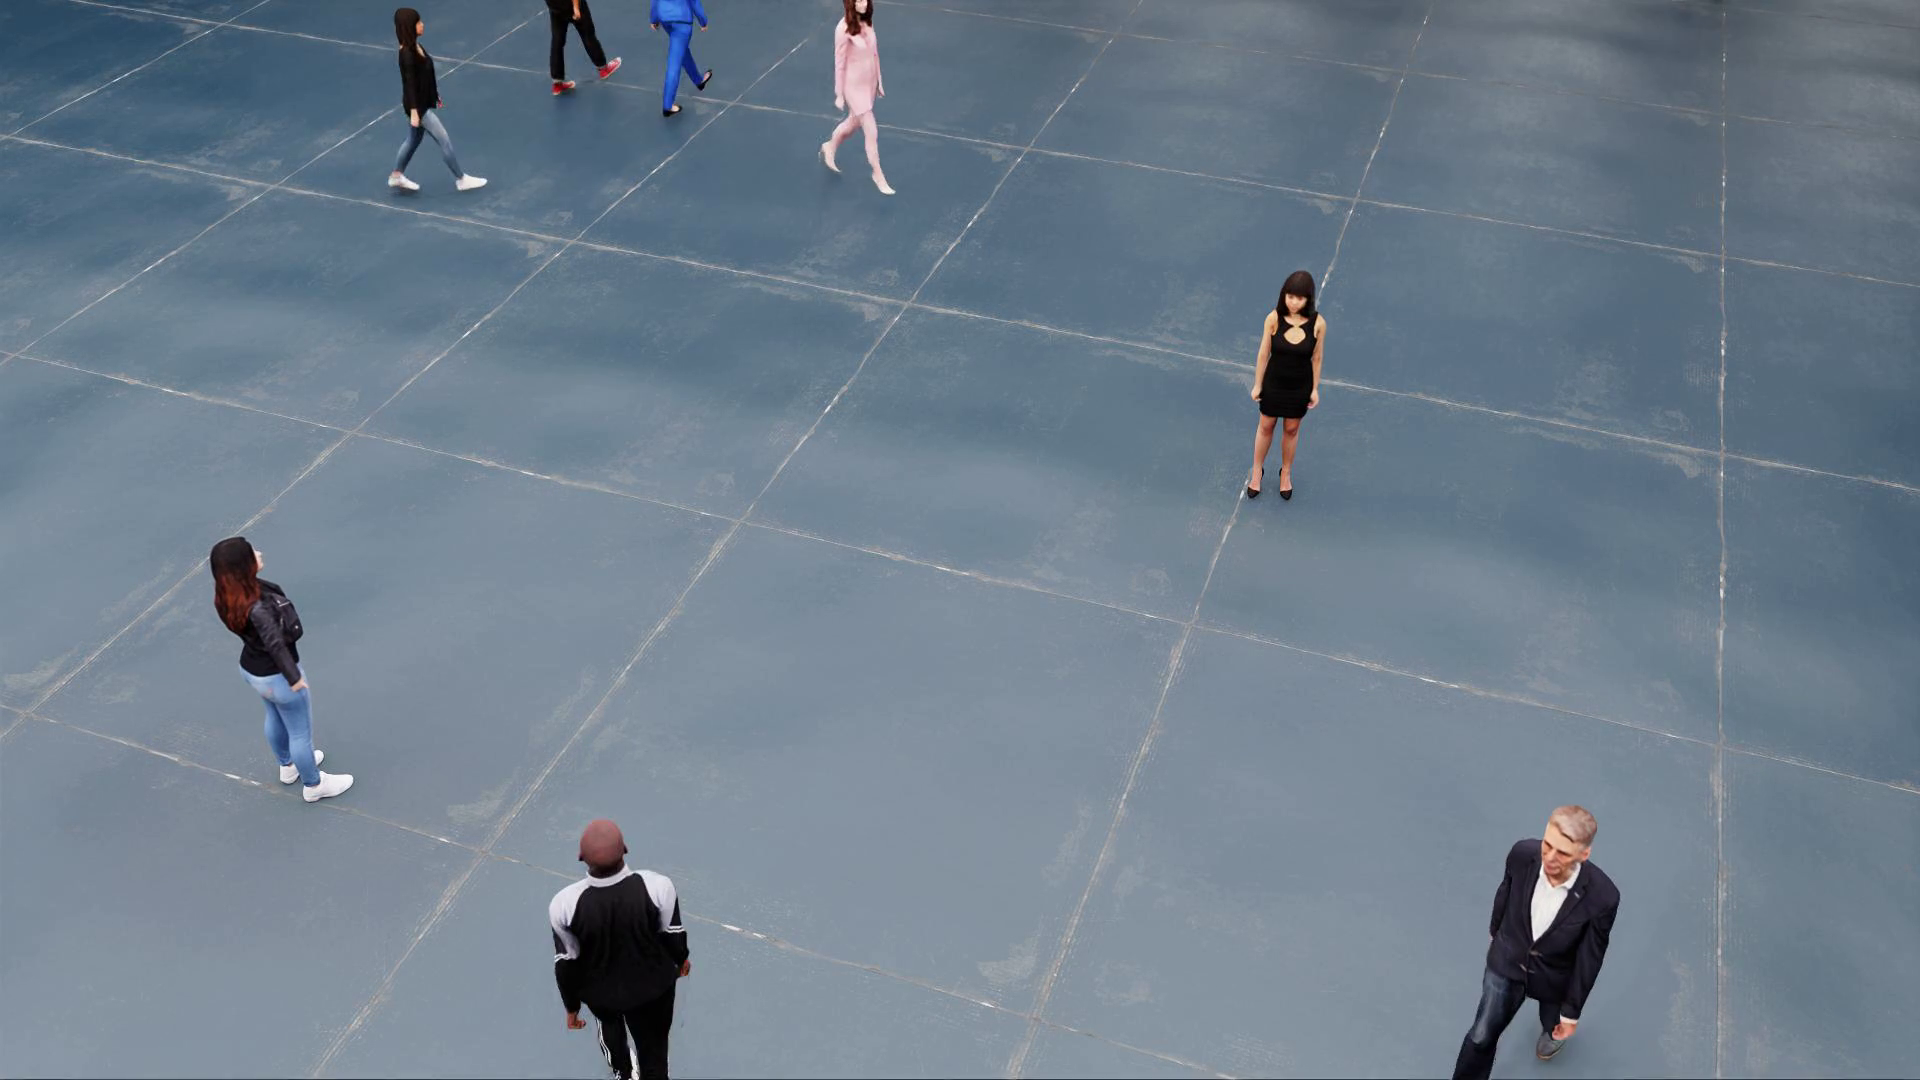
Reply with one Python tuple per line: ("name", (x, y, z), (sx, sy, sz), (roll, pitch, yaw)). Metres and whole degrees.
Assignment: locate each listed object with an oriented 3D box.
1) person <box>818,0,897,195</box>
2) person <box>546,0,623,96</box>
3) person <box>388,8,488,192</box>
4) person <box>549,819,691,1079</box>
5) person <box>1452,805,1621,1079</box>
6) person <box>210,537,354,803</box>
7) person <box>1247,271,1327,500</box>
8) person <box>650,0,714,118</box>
("person", (-0.928, -3.847, 14.143), (0.892, 1.766, 1.113), (24, 44, 27))
("person", (-3.784, -5.049, 15.714), (0.760, 1.724, 1.084), (21, 42, 24))
("person", (-4.637, -3.666, 14.035), (1.043, 1.613, 1.085), (-9, 39, -11))
("person", (-1.368, 1.869, 6.797), (0.855, 1.816, 0.915), (-5, 38, -6))
("person", (2.489, 1.734, 6.995), (0.937, 1.784, 1.257), (27, 46, 30))
("person", (-3.510, 0.654, 8.497), (0.716, 1.634, 0.697), (31, 47, 33))
("person", (2.076, -0.980, 10.574), (0.613, 1.648, 0.546), (5, 38, 7))
("person", (-2.676, -4.726, 15.355), (0.809, 1.657, 1.174), (21, 42, 24))
